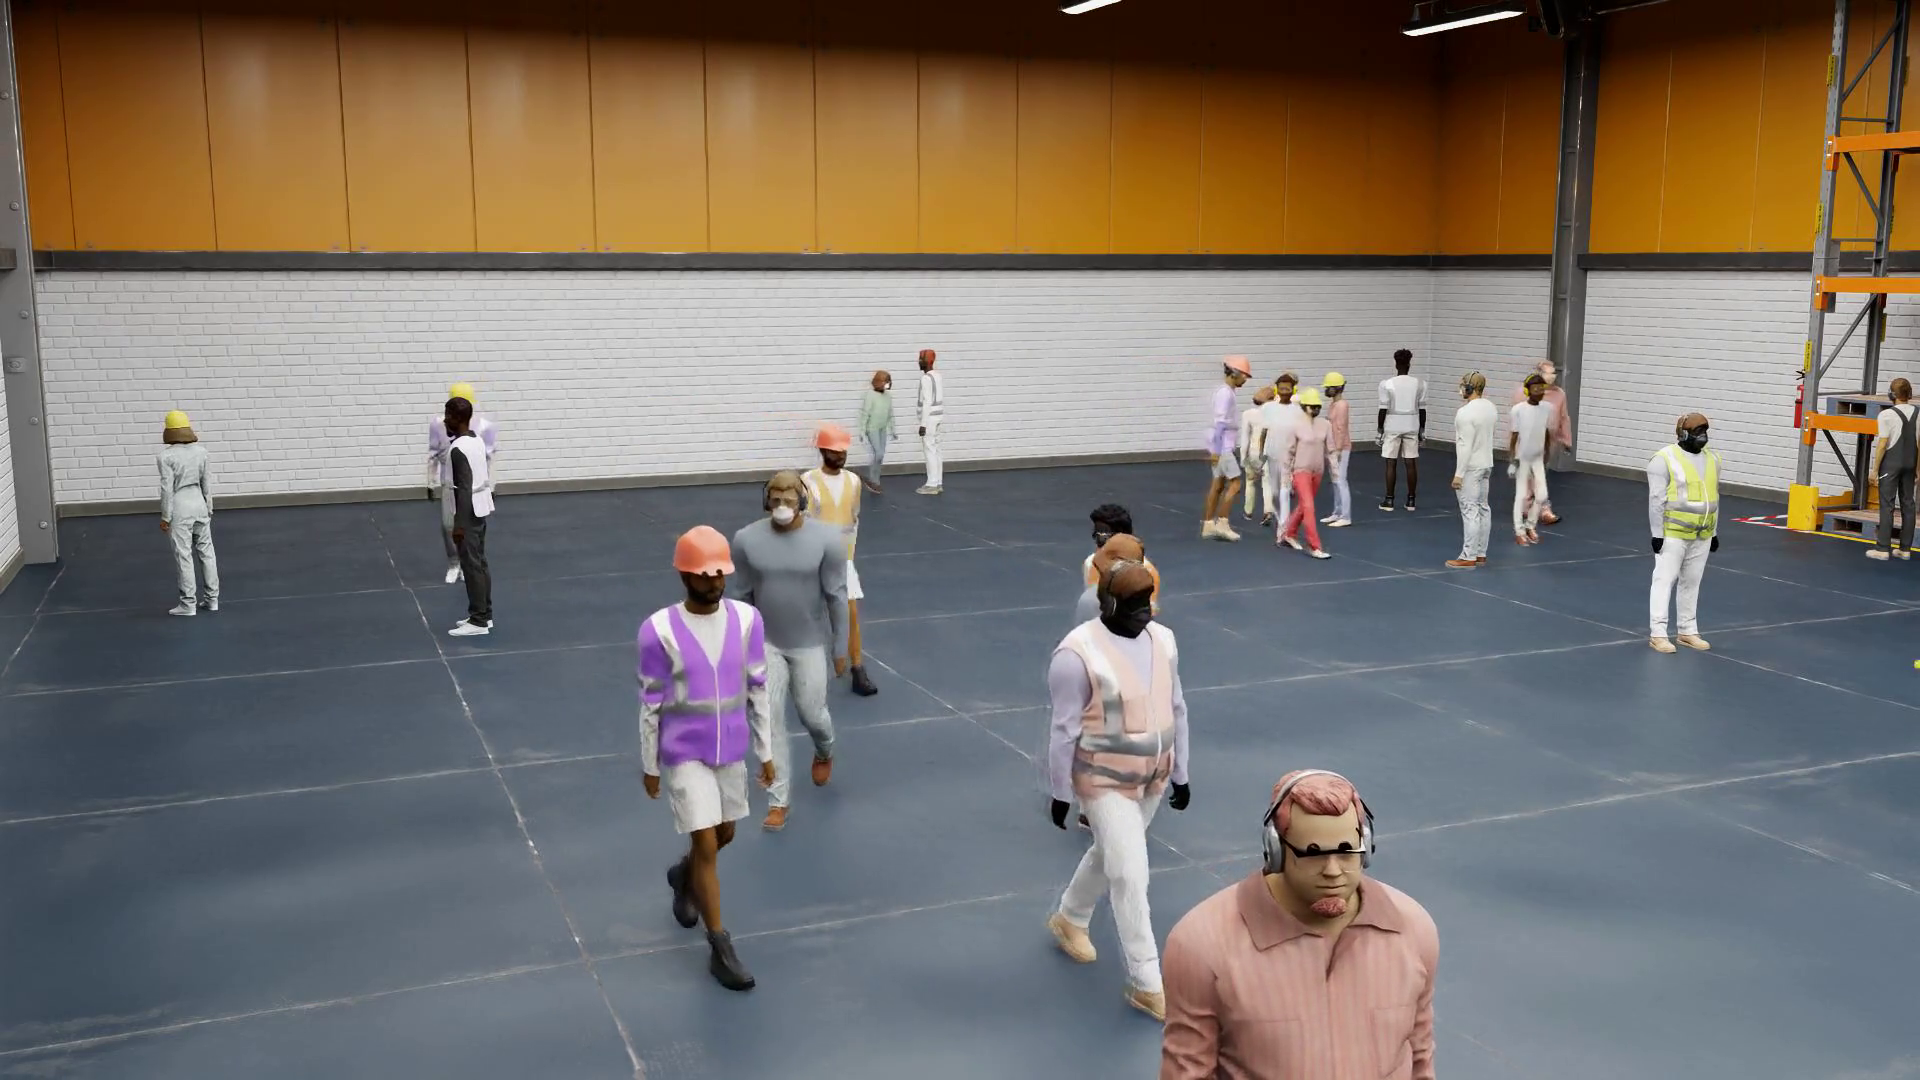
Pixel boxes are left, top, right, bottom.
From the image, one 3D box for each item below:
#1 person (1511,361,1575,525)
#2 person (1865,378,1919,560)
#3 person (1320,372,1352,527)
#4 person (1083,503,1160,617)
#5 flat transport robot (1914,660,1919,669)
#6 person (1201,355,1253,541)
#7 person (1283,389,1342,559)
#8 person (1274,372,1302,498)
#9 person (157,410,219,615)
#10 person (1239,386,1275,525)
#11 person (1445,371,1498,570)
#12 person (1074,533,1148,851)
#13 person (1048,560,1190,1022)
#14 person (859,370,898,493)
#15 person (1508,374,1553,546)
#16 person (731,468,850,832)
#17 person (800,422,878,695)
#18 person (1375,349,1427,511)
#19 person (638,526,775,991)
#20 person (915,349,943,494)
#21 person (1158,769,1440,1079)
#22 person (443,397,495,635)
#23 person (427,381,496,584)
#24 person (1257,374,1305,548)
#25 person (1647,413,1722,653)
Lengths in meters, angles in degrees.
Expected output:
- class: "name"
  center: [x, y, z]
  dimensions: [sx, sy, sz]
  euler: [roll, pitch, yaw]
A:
- class: "person"
  center: [6.715, -1.101, 19.016]
  dimensions: [0.663, 1.862, 0.947]
  euler: [-3, 10, -20]
- class: "person"
  center: [9.431, -0.709, 16.749]
  dimensions: [0.506, 1.840, 0.343]
  euler: [-1, 9, -3]
- class: "person"
  center: [4.284, -1.033, 18.972]
  dimensions: [0.359, 1.757, 0.524]
  euler: [0, 9, -3]
- class: "person"
  center: [0.855, 0.632, 9.115]
  dimensions: [0.545, 1.676, 0.483]
  euler: [8, 12, 39]
- class: "flat transport robot"
  center: [7.509, 0.931, 11.551]
  dimensions: [0.652, 0.197, 1.431]
  euler: [-4, 10, -22]
- class: "person"
  center: [2.888, -0.981, 17.889]
  dimensions: [0.608, 2.002, 0.675]
  euler: [2, 10, 11]
- class: "person"
  center: [3.564, -0.700, 17.060]
  dimensions: [0.537, 1.720, 0.924]
  euler: [-4, 10, -25]
- class: "person"
  center: [4.132, -1.308, 21.035]
  dimensions: [0.517, 1.625, 0.397]
  euler: [5, 10, 27]
- class: "person"
  center: [-6.591, -0.231, 14.148]
  dimensions: [0.313, 1.741, 0.492]
  euler: [5, 10, 26]
- class: "person"
  center: [3.477, -0.976, 19.135]
  dimensions: [0.519, 1.584, 0.838]
  euler: [0, 9, -2]
- class: "person"
  center: [5.005, -0.678, 16.259]
  dimensions: [0.376, 1.940, 0.627]
  euler: [9, 13, 43]
- class: "person"
  center: [0.850, 0.765, 8.503]
  dimensions: [0.659, 1.609, 0.500]
  euler: [7, 12, 38]
- class: "person"
  center: [0.636, 0.954, 6.796]
  dimensions: [0.637, 1.805, 0.939]
  euler: [-7, 12, -38]
- class: "person"
  center: [-1.054, -1.397, 21.592]
  dimensions: [0.473, 1.609, 0.549]
  euler: [8, 12, 40]
- class: "person"
  center: [6.006, -0.831, 17.508]
  dimensions: [0.530, 1.833, 0.454]
  euler: [-2, 10, -12]
- class: "person"
  center: [-0.890, 0.544, 8.943]
  dimensions: [0.642, 1.918, 0.766]
  euler: [1, 9, 8]
- class: "person"
  center: [-0.926, 0.109, 11.679]
  dimensions: [0.545, 1.890, 1.037]
  euler: [-6, 11, -31]
- class: "person"
  center: [5.333, -1.328, 20.124]
  dimensions: [0.613, 1.961, 0.361]
  euler: [-1, 9, -4]
- class: "person"
  center: [-1.105, 0.858, 7.066]
  dimensions: [0.551, 1.911, 0.899]
  euler: [-6, 11, -31]
- class: "person"
  center: [-0.395, -1.540, 21.644]
  dimensions: [0.337, 1.882, 0.585]
  euler: [3, 10, 17]
- class: "person"
  center: [0.753, 1.422, 3.632]
  dimensions: [0.652, 1.906, 0.402]
  euler: [-2, 10, -12]
- class: "person"
  center: [-3.947, -0.193, 13.380]
  dimensions: [0.375, 1.917, 0.598]
  euler: [-1, 9, -4]
- class: "person"
  center: [-4.641, -0.532, 15.491]
  dimensions: [0.637, 1.896, 0.542]
  euler: [-2, 10, -11]
- class: "person"
  center: [3.460, -0.881, 17.826]
  dimensions: [0.503, 1.834, 0.906]
  euler: [3, 10, 20]
- class: "person"
  center: [5.580, -0.058, 12.788]
  dimensions: [0.625, 1.846, 0.429]
  euler: [-3, 10, -18]
